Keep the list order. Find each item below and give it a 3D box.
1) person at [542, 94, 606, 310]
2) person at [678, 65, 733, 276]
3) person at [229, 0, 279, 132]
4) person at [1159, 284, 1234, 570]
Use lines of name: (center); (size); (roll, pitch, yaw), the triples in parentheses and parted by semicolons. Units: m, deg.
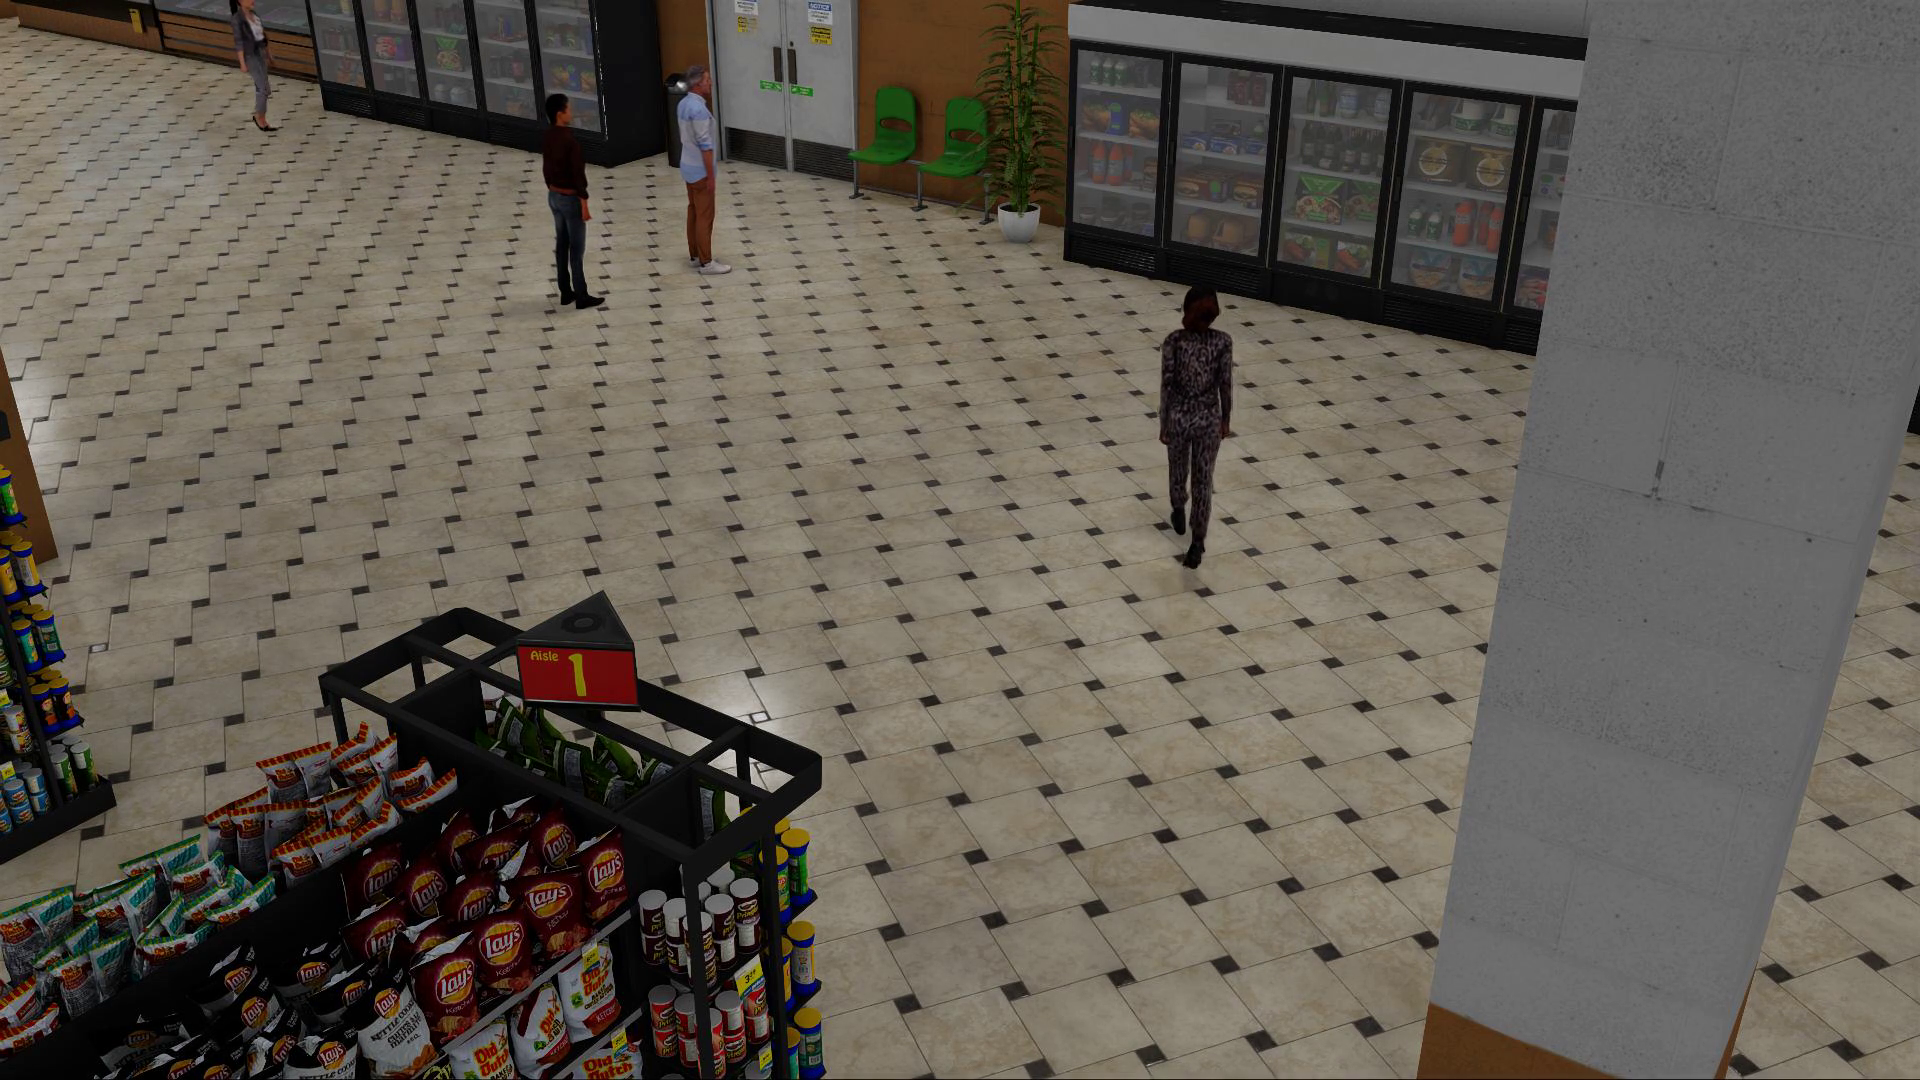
person: (-3.298, -2.833, 13.943); (0.665, 1.778, 0.552); (23, 35, 37)
person: (-2.320, -3.306, 14.823); (0.748, 1.826, 0.766); (-13, 30, -24)
person: (-8.388, -5.647, 19.615); (0.776, 1.667, 0.672); (4, 27, 7)
person: (1.369, -0.629, 9.710); (0.999, 1.677, 1.210); (1, 27, 3)
